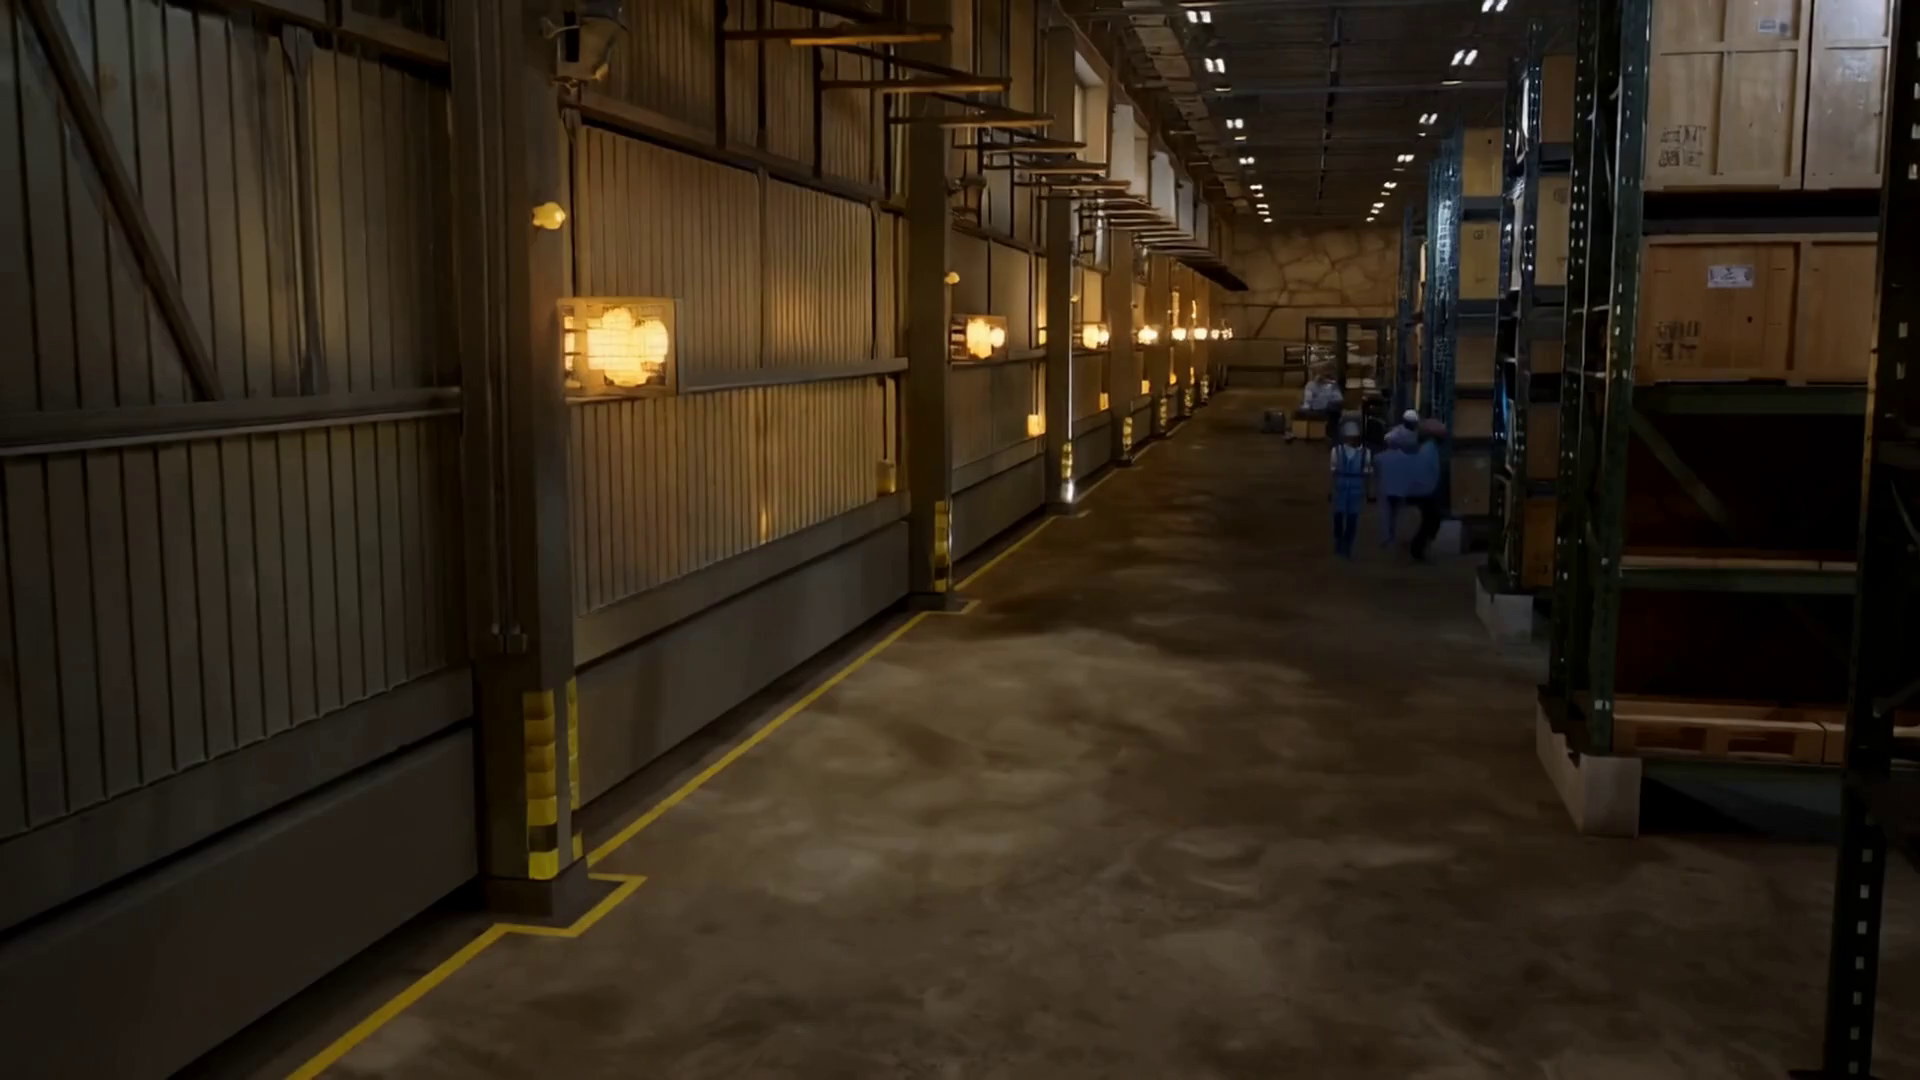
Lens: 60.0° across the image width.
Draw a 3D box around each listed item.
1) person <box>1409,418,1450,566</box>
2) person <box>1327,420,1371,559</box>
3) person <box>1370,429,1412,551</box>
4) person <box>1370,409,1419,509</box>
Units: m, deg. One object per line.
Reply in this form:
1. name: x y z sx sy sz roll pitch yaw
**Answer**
1. person: 6.210 -0.630 22.065 0.491 1.969 0.614 1 7 5
2. person: 5.298 -0.680 22.659 0.572 1.912 0.447 2 7 14
3. person: 6.096 -0.694 23.484 0.567 1.732 0.696 1 7 6
4. person: 7.731 -1.450 29.466 0.610 1.772 0.969 -5 9 -34
